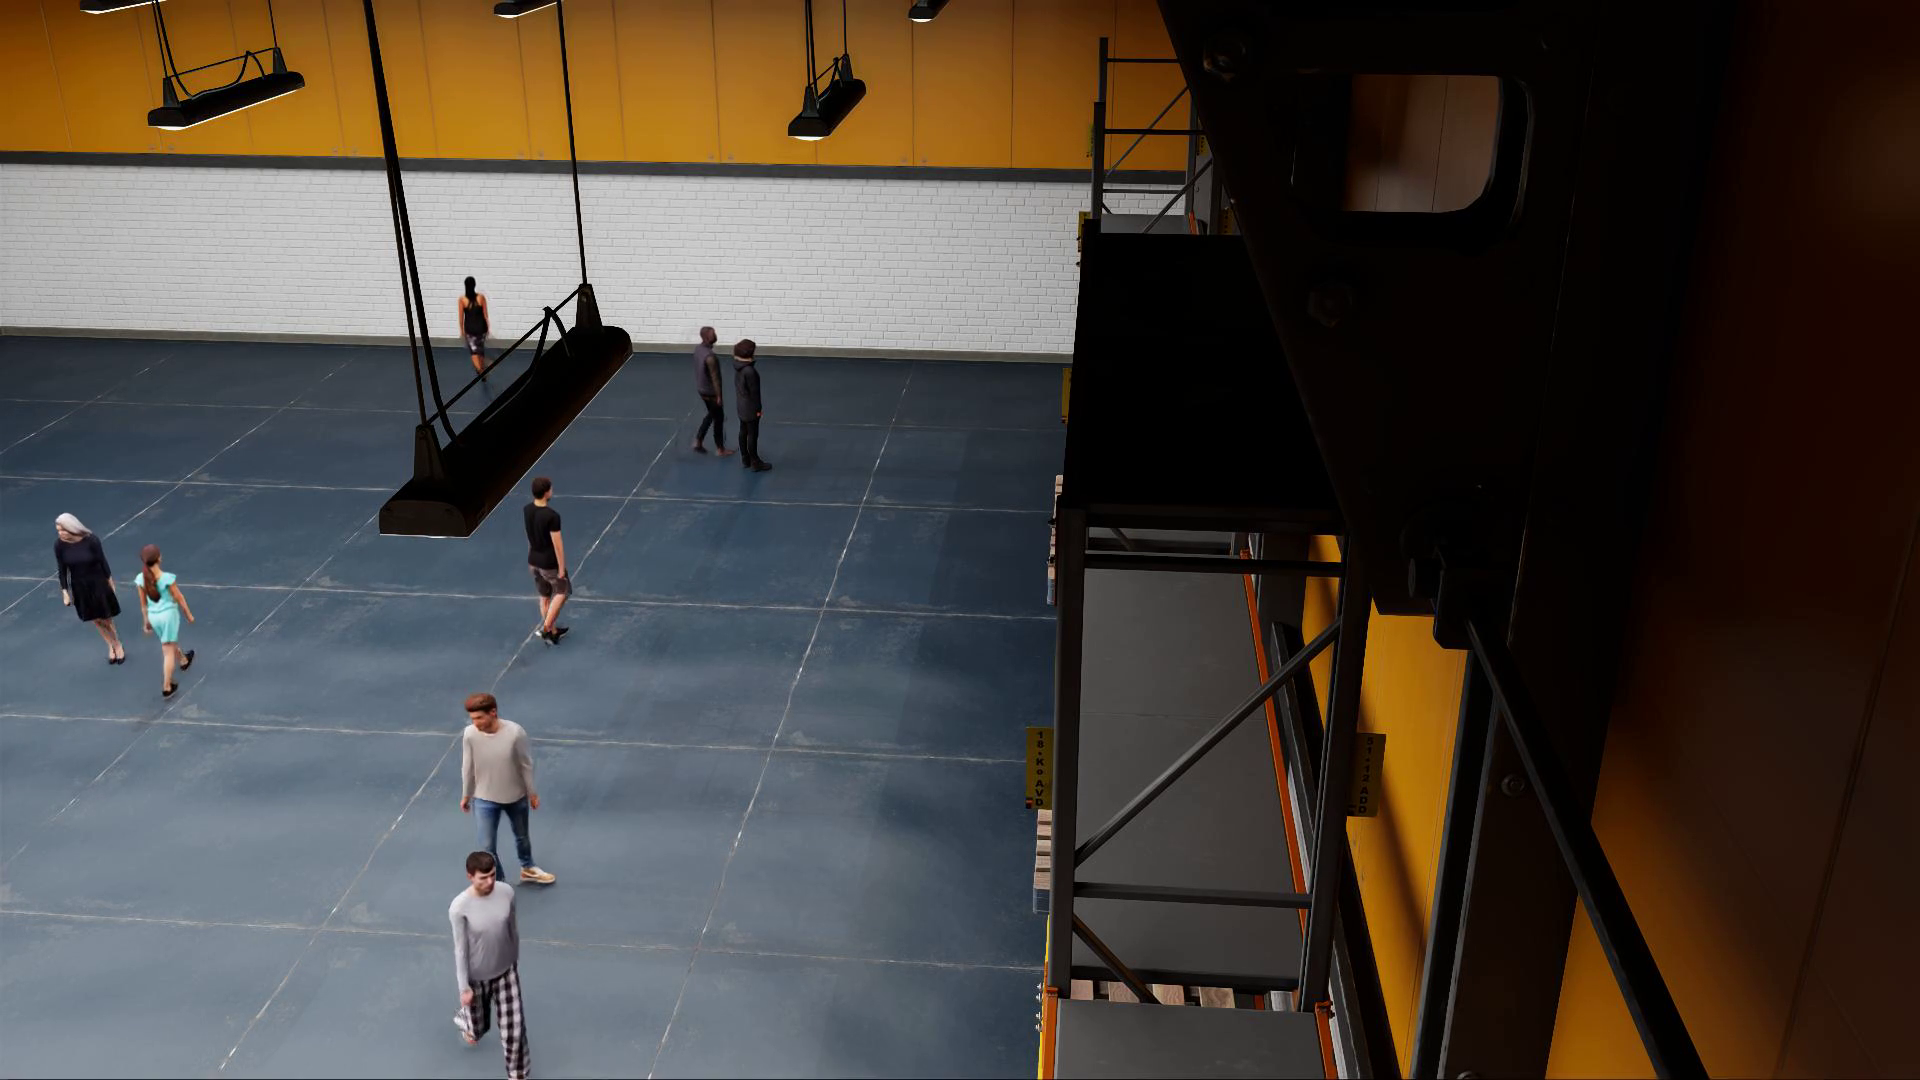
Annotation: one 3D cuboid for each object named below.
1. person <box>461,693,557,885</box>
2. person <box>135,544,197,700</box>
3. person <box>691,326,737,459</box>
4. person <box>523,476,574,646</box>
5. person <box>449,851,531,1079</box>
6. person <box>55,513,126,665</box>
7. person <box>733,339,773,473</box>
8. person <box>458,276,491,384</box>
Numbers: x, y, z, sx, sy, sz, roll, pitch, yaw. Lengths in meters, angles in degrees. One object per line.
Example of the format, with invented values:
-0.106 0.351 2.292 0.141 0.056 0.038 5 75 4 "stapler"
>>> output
-3.615 1.991 13.122 0.919 1.865 0.899 -10 25 -21 "person"
-7.802 0.815 16.248 0.575 1.517 1.010 1 24 2 "person"
-3.370 -1.977 22.241 0.987 1.832 0.932 -14 27 -28 "person"
-4.325 0.252 17.123 0.819 1.847 0.916 13 27 27 "person"
-3.216 2.863 11.187 1.037 1.818 1.133 -17 29 -33 "person"
-8.713 0.491 16.737 0.713 1.718 0.780 -10 25 -21 "person"
-2.778 -1.776 21.844 0.799 1.781 0.731 -17 29 -33 "person"
-7.347 -3.179 25.235 0.918 1.636 1.108 -11 26 -23 "person"
